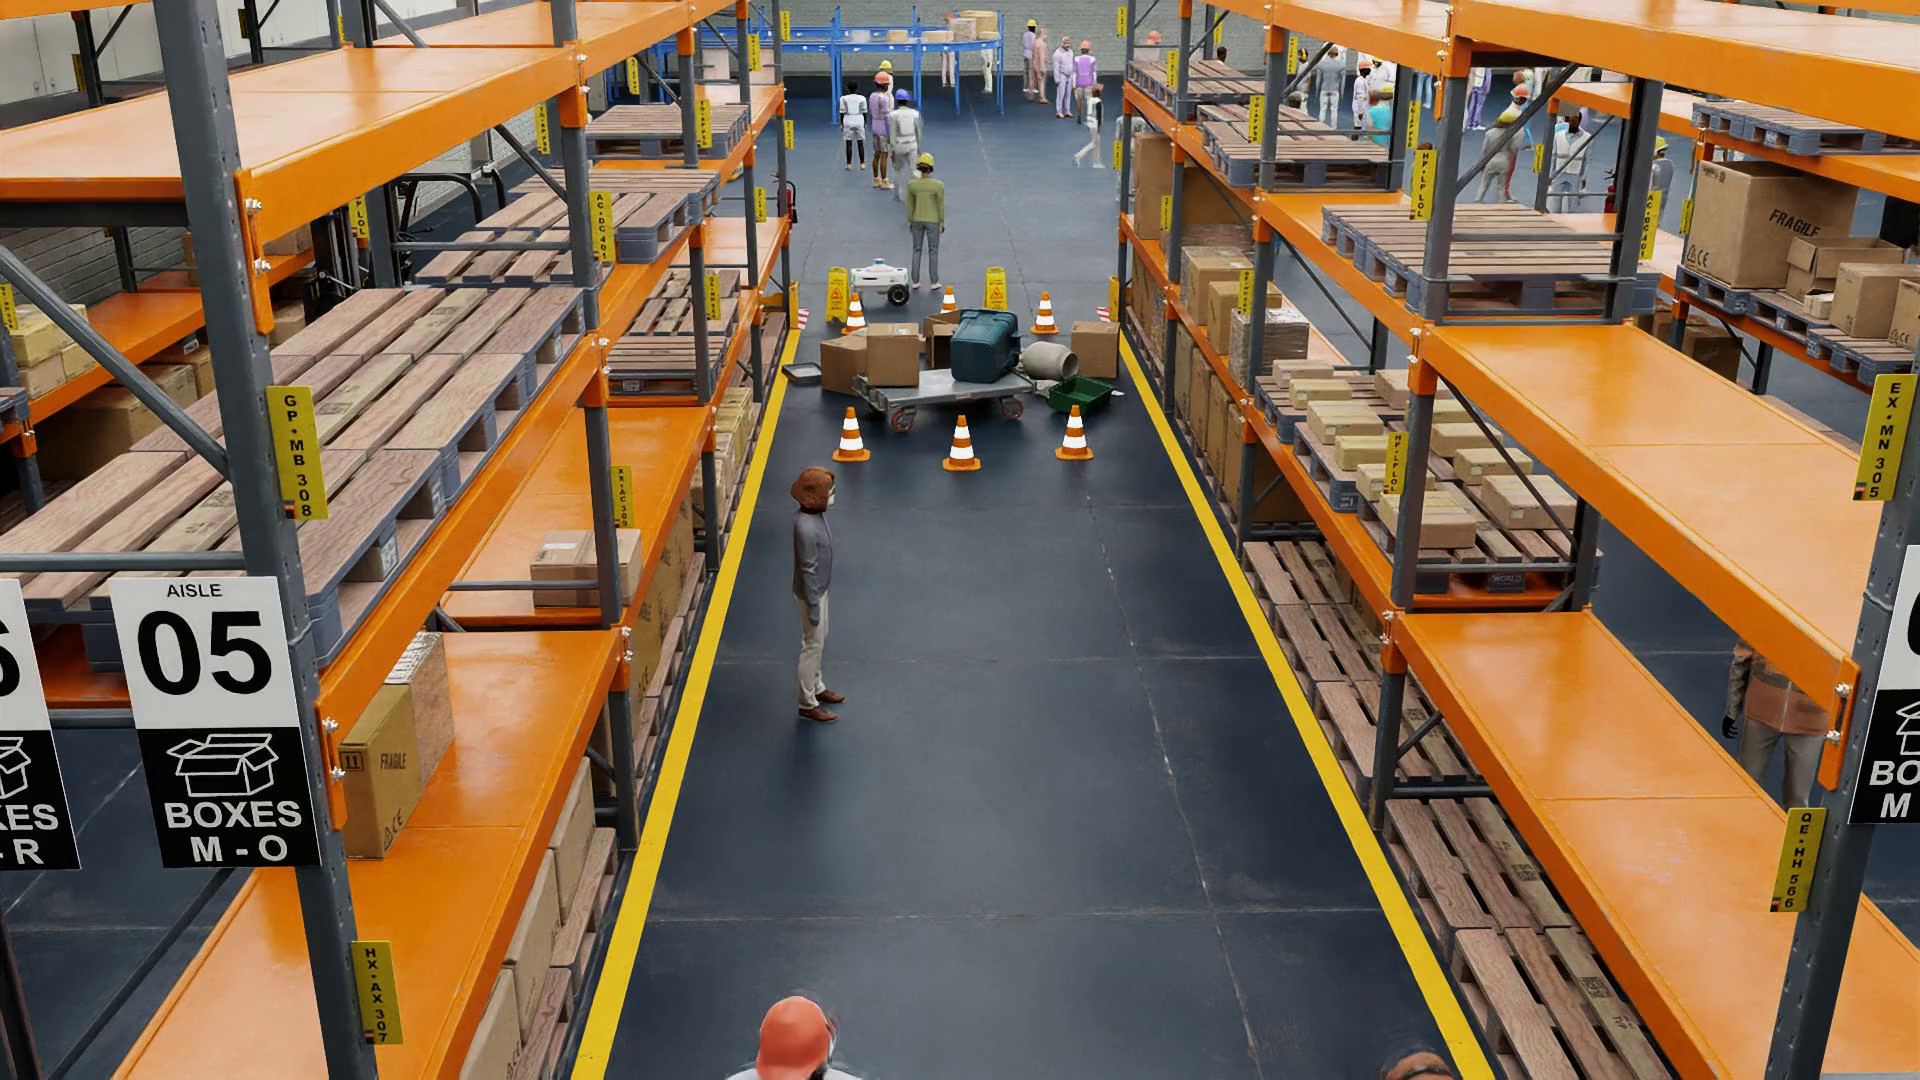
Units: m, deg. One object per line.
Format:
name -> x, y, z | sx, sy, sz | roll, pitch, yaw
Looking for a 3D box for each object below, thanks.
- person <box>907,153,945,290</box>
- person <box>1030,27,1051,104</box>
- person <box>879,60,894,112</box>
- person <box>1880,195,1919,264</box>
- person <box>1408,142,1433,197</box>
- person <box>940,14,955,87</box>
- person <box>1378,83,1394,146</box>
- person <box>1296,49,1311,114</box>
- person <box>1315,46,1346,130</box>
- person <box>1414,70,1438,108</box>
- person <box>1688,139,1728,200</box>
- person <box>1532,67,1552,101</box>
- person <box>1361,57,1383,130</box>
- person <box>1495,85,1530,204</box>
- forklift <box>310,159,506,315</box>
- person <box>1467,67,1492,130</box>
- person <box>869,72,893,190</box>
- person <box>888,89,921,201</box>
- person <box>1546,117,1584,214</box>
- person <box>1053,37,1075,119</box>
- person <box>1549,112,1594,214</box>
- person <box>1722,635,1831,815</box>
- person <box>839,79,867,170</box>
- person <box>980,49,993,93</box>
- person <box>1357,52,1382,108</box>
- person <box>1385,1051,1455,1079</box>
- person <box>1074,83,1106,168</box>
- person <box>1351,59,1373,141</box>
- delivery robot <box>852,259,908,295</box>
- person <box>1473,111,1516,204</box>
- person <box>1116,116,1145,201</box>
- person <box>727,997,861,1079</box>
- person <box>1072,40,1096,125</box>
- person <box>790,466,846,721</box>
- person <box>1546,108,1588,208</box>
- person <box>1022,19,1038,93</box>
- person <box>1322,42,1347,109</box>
person -> -0.442, -4.161, 21.749 | 0.517, 1.757, 0.341 | 7, 22, 17
person -> 2.056, -12.257, 42.954 | 0.402, 1.904, 0.650 | -7, 22, -17
person -> -1.544, -9.253, 35.223 | 0.307, 1.745, 0.484 | 1, 21, 2
person -> 11.126, -3.510, 19.705 | 0.623, 1.991, 0.401 | -12, 24, -28
person -> 6.558, -4.871, 23.795 | 0.268, 1.632, 0.507 | 14, 25, 33
person -> -0.307, -13.832, 46.991 | 0.613, 1.984, 0.402 | 15, 26, 35
person -> 7.786, -7.505, 30.605 | 0.322, 1.742, 0.493 | 6, 22, 17
person -> 7.567, -9.911, 36.799 | 0.333, 1.865, 0.520 | -5, 21, -14
person -> 8.126, -9.849, 36.530 | 0.638, 1.937, 0.356 | 5, 21, 13
person -> 11.769, -11.878, 41.977 | 0.661, 1.881, 0.582 | -5, 21, -12
person -> 11.885, -5.975, 26.416 | 0.563, 1.847, 0.389 | 3, 21, 7
person -> 15.101, -12.123, 42.998 | 0.526, 1.595, 0.861 | -5, 21, -13
person -> 9.176, -9.874, 36.848 | 0.528, 1.760, 0.332 | -10, 23, -26
person -> 9.311, -6.649, 28.015 | 0.410, 1.980, 0.627 | 10, 23, 24
forklift -> -5.622, -2.910, 17.832 | 2.313, 2.155, 1.214 | -1, 21, -1
person -> 11.788, -10.260, 37.667 | 0.416, 1.907, 0.593 | -9, 23, -23
person -> -1.374, -7.266, 29.556 | 0.374, 2.044, 0.605 | -13, 24, -30
person -> -0.890, -6.631, 28.084 | 0.627, 1.907, 0.966 | -11, 23, -26
person -> 9.515, -5.862, 26.127 | 0.429, 1.844, 0.623 | -15, 25, -34
person -> 2.501, -11.048, 39.767 | 0.401, 1.894, 0.653 | 18, 27, 40
person -> 9.178, -5.504, 25.078 | 0.591, 1.916, 0.392 | 13, 24, 30
person -> 4.087, 0.868, 8.217 | 0.589, 1.927, 0.369 | 13, 25, 32
person -> -2.034, -7.931, 31.795 | 0.537, 1.695, 0.320 | -3, 21, -7
person -> 0.705, -13.094, 45.381 | 0.345, 1.744, 0.558 | -7, 22, -17
person -> 10.075, -11.473, 40.916 | 0.606, 1.865, 0.645 | 2, 21, 6
person -> 1.322, 2.213, 5.106 | 0.522, 1.613, 0.696 | -1, 21, -2
person -> 2.518, -7.936, 31.922 | 0.635, 1.618, 0.526 | -5, 21, -14
person -> 8.020, -8.617, 33.267 | 0.348, 1.943, 0.543 | 4, 21, 10
delivery robot -> -1.018, -3.316, 21.055 | 0.707, 0.478, 0.477 | -1, 21, -2
person -> 8.622, -6.048, 26.809 | 0.590, 1.704, 0.394 | 13, 24, 31
person -> 2.896, -6.667, 28.410 | 0.490, 1.731, 0.323 | 2, 21, 5
person -> -0.476, 2.160, 5.097 | 0.572, 1.700, 0.898 | 2, 21, 7
person -> 2.871, -10.564, 38.454 | 0.558, 1.915, 0.812 | 0, 21, -1
person -> -0.869, 0.322, 10.084 | 0.298, 1.622, 0.507 | 0, 21, 0
person -> 10.127, -6.441, 27.536 | 0.642, 1.925, 0.669 | -16, 26, -37
person -> 1.926, -13.237, 45.497 | 0.377, 1.929, 0.585 | -11, 24, -28
person -> 9.325, -11.743, 41.540 | 0.628, 1.936, 0.377 | -3, 21, -7
